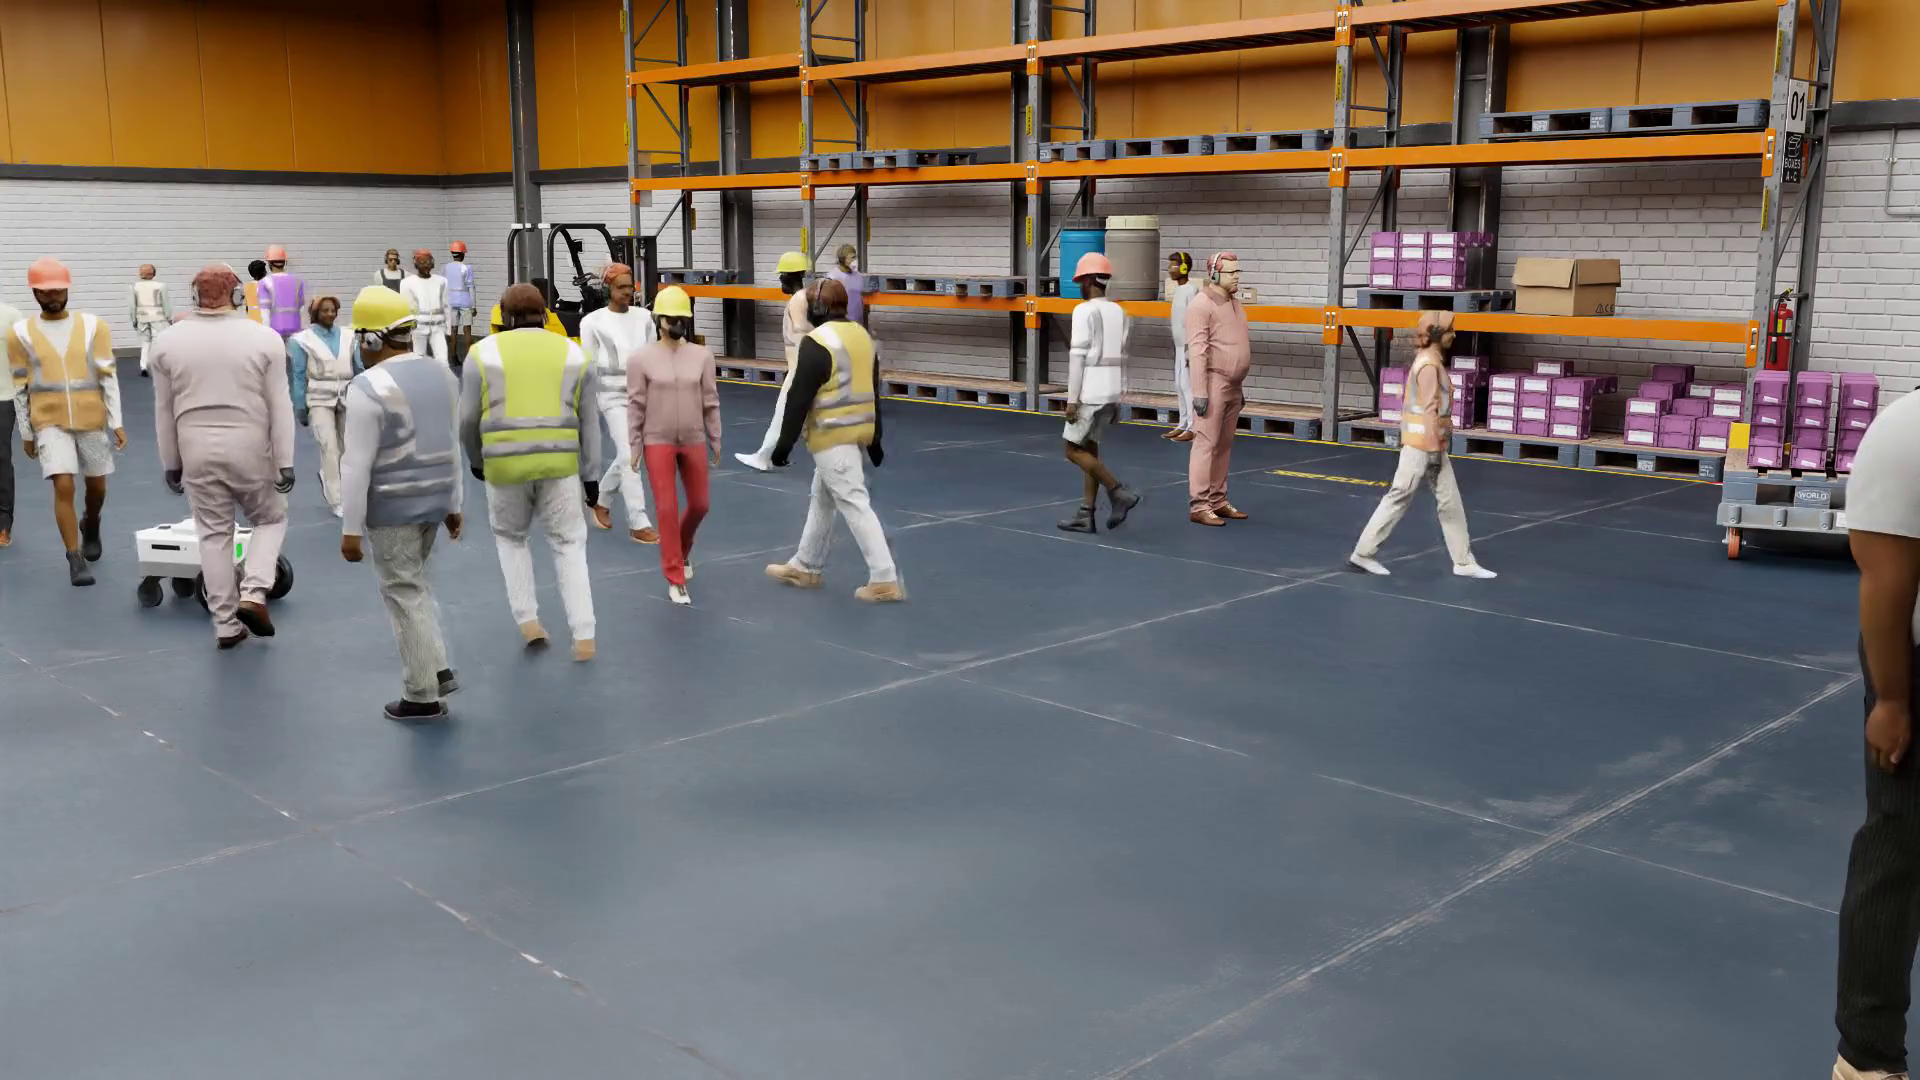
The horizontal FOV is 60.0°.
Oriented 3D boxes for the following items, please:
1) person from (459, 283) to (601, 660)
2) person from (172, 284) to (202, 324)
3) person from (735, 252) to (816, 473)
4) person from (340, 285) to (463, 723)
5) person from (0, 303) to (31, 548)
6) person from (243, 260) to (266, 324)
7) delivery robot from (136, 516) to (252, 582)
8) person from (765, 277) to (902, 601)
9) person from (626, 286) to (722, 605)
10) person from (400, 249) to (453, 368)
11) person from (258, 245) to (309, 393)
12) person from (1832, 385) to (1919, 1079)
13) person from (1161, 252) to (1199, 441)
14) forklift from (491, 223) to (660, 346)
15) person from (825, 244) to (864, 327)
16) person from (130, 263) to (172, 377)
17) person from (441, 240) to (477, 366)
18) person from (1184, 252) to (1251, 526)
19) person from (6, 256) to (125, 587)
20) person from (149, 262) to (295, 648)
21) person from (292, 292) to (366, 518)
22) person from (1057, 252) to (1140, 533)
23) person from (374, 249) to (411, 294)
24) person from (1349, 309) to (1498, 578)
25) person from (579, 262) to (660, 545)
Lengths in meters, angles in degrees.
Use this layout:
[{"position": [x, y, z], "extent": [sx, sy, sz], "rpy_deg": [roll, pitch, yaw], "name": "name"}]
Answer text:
[{"position": [-2.049, -0.321, 7.983], "extent": [0.653, 1.796, 0.581], "rpy_deg": [-4, 11, -22], "name": "person"}, {"position": [-5.800, -1.213, 12.911], "extent": [0.552, 1.753, 0.357], "rpy_deg": [-4, 11, -19], "name": "person"}, {"position": [-1.405, -1.486, 14.091], "extent": [1.009, 1.870, 0.603], "rpy_deg": [2, 11, 10], "name": "person"}, {"position": [-2.327, -0.134, 6.877], "extent": [0.452, 1.814, 0.617], "rpy_deg": [4, 11, 20], "name": "person"}, {"position": [-6.519, -0.960, 11.098], "extent": [0.604, 1.946, 1.045], "rpy_deg": [-4, 11, -21], "name": "person"}, {"position": [-9.238, -2.844, 21.992], "extent": [0.532, 1.697, 0.319], "rpy_deg": [7, 12, 32], "name": "person"}, {"position": [-4.122, 0.046, 9.093], "extent": [0.707, 0.478, 0.477], "rpy_deg": [3, 11, 15], "name": "delivery robot"}, {"position": [-0.695, -0.558, 9.293], "extent": [0.950, 1.794, 0.637], "rpy_deg": [4, 11, 23], "name": "person"}, {"position": [-1.610, -0.551, 9.354], "extent": [0.540, 1.749, 0.706], "rpy_deg": [-5, 12, -27], "name": "person"}, {"position": [-6.024, -2.358, 18.914], "extent": [0.619, 1.849, 0.876], "rpy_deg": [-7, 13, -34], "name": "person"}, {"position": [-7.852, -2.469, 19.362], "extent": [0.552, 1.919, 0.807], "rpy_deg": [-9, 14, -41], "name": "person"}, {"position": [2.357, 0.330, 3.742], "extent": [0.673, 2.000, 0.536], "rpy_deg": [-3, 11, -15], "name": "person"}, {"position": [2.206, -1.904, 16.431], "extent": [0.327, 1.860, 0.538], "rpy_deg": [-2, 11, -11], "name": "person"}, {"position": [-5.316, -3.263, 22.920], "extent": [2.313, 2.155, 1.214], "rpy_deg": [-10, 14, -44], "name": "forklift"}, {"position": [-1.255, -2.348, 18.659], "extent": [0.429, 1.925, 0.660], "rpy_deg": [7, 12, 33], "name": "person"}, {"position": [-11.397, -3.077, 23.470], "extent": [0.532, 1.628, 0.371], "rpy_deg": [0, 10, -1], "name": "person"}, {"position": [-7.719, -3.646, 25.707], "extent": [0.546, 1.938, 0.360], "rpy_deg": [2, 11, 11], "name": "person"}, {"position": [1.833, -1.062, 11.701], "extent": [0.409, 1.907, 0.651], "rpy_deg": [7, 13, 35], "name": "person"}, {"position": [-5.279, -0.718, 9.839], "extent": [0.560, 1.915, 0.849], "rpy_deg": [-6, 12, -31], "name": "person"}, {"position": [-3.599, -0.413, 8.196], "extent": [0.666, 1.891, 0.419], "rpy_deg": [-1, 10, -7], "name": "person"}, {"position": [-4.570, -0.986, 12.051], "extent": [0.519, 1.622, 0.629], "rpy_deg": [-10, 14, -43], "name": "person"}, {"position": [0.954, -0.979, 11.234], "extent": [0.592, 1.910, 0.586], "rpy_deg": [8, 13, 36], "name": "person"}, {"position": [-8.162, -3.284, 24.068], "extent": [0.504, 1.809, 0.852], "rpy_deg": [-5, 12, -27], "name": "person"}, {"position": [2.732, -0.556, 9.823], "extent": [0.853, 1.601, 0.531], "rpy_deg": [4, 11, 20], "name": "person"}, {"position": [-2.284, -0.921, 11.114], "extent": [0.906, 1.853, 0.584], "rpy_deg": [9, 13, 39], "name": "person"}]
